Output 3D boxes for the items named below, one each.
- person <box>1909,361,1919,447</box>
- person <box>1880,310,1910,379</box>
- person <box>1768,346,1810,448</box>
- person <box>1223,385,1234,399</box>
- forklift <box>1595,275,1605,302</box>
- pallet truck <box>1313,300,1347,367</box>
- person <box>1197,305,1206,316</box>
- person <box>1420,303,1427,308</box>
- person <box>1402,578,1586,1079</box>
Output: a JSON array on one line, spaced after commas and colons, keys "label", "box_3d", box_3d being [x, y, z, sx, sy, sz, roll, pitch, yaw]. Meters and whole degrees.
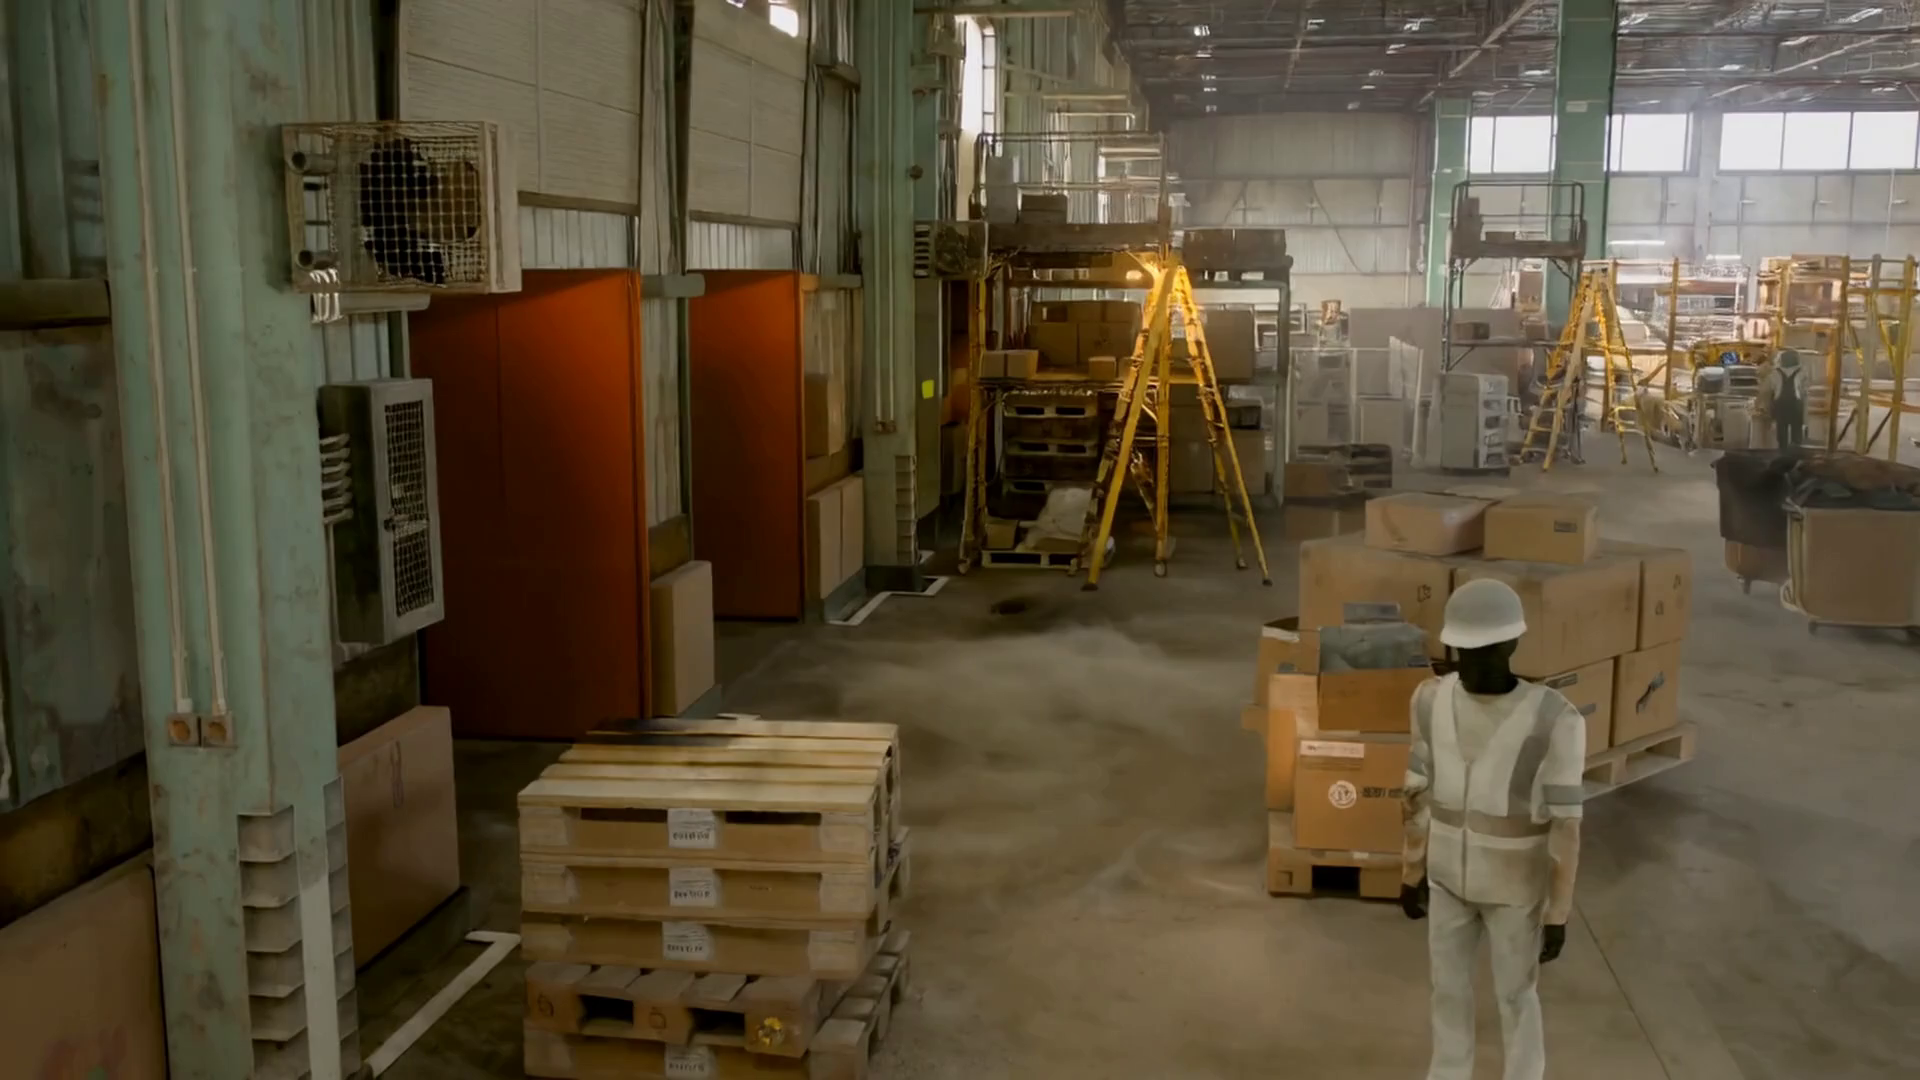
[{"label": "person", "box_3d": [15.649, -2.362, 26.866, 0.485, 1.739, 0.330, -4, 10, -24]}, {"label": "person", "box_3d": [21.725, -4.376, 38.715, 0.569, 1.914, 0.702, 2, 9, 11]}, {"label": "person", "box_3d": [11.204, -1.703, 22.491, 0.537, 1.828, 0.400, 6, 11, 34]}, {"label": "person", "box_3d": [5.652, -3.603, 34.833, 0.313, 1.632, 0.523, -2, 9, -13]}, {"label": "forklift", "box_3d": [14.927, -5.028, 39.774, 1.129, 2.768, 1.873, -6, 11, -32]}, {"label": "pallet truck", "box_3d": [11.159, -6.200, 49.718, 0.823, 1.965, 1.885, 4, 10, 26]}, {"label": "person", "box_3d": [6.417, -5.328, 44.565, 0.543, 1.929, 0.387, -9, 13, -42]}, {"label": "person", "box_3d": [13.885, -6.206, 50.170, 0.586, 1.869, 0.581, -4, 10, -22]}, {"label": "person", "box_3d": [1.629, 1.059, 5.201, 0.398, 1.918, 0.587, -9, 13, -43]}]
